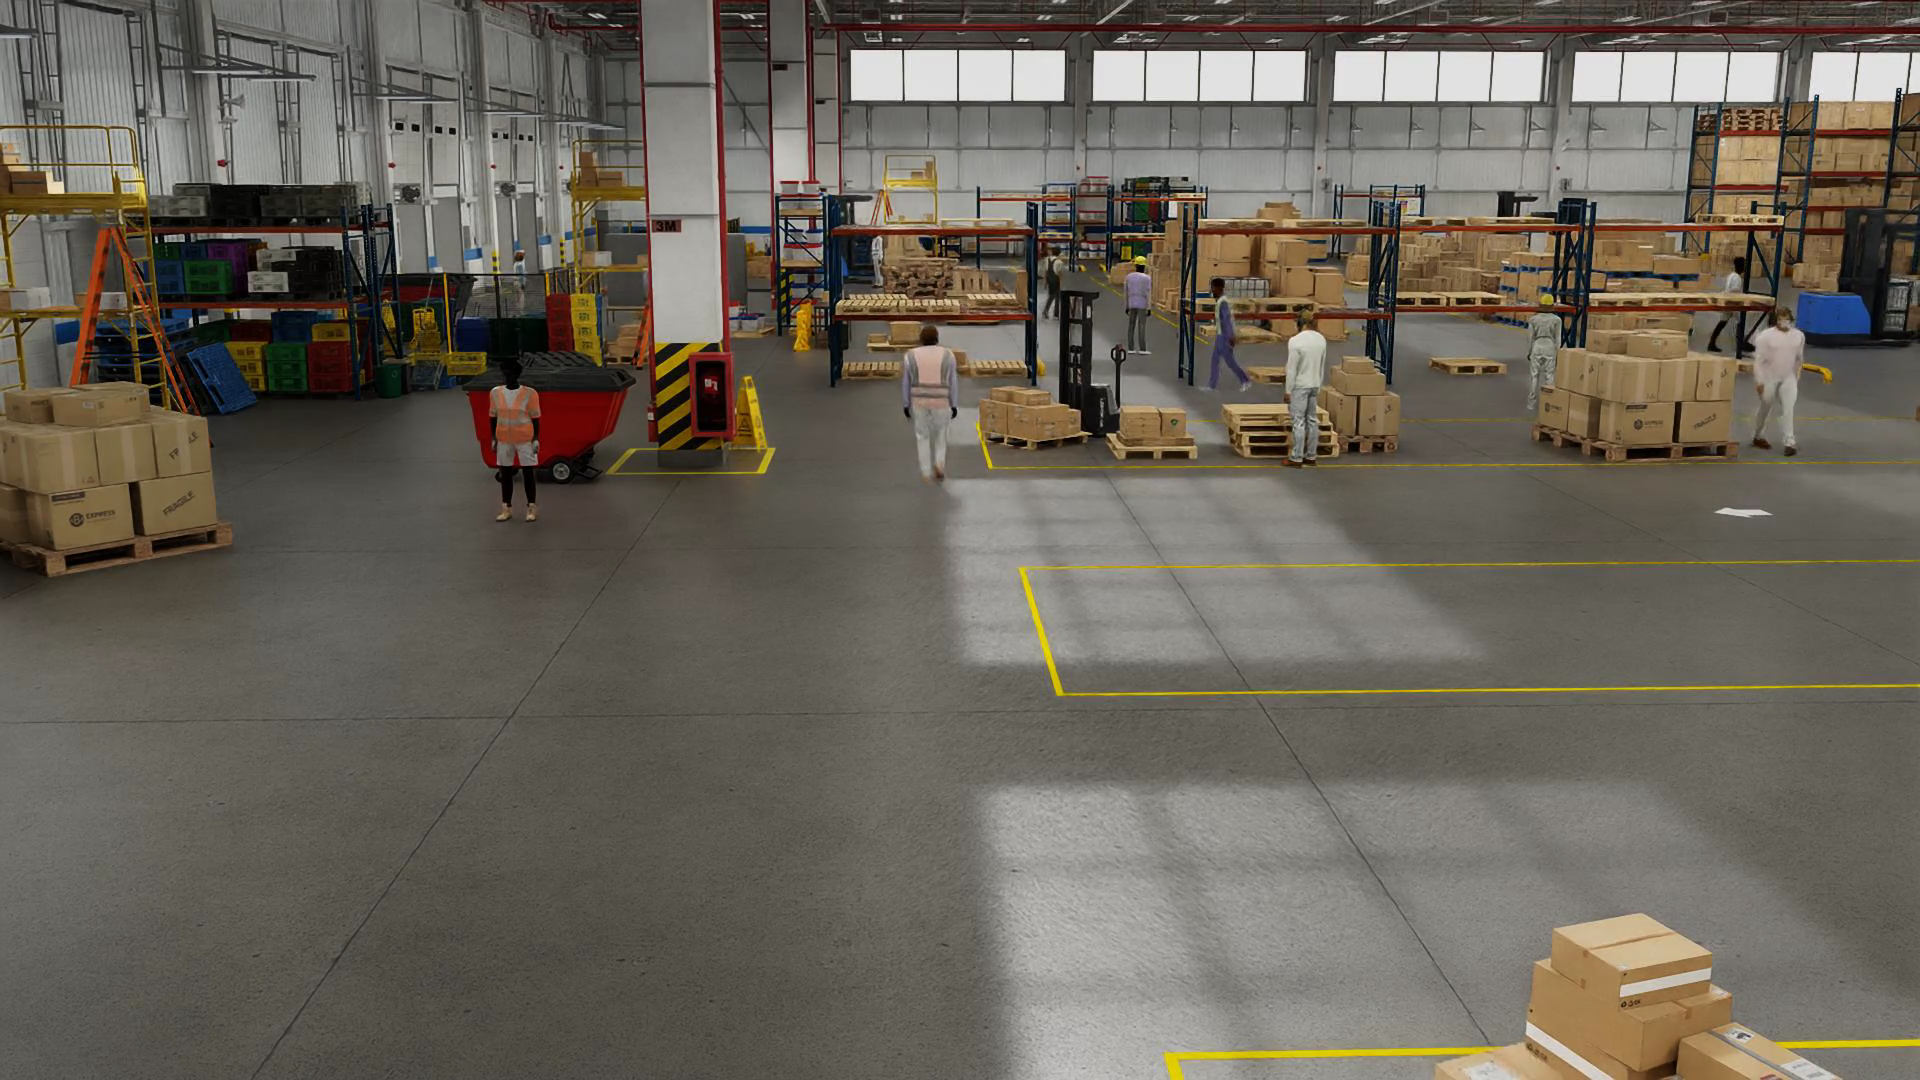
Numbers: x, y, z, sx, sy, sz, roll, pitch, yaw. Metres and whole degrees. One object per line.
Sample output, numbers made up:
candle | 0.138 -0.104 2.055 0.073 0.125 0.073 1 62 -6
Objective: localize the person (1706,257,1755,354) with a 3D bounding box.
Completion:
person | 15.316 -4.628 32.822 1.008 1.912 0.606 2 13 8

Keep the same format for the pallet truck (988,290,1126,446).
pallet truck | 1.257 -2.299 22.111 1.885 1.965 0.823 -9 15 -35

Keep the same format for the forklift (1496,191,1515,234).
forklift | 20.564 -11.778 62.899 1.873 2.768 1.129 0 12 -2

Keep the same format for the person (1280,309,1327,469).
person | 4.160 -1.829 20.152 0.623 1.932 0.369 -9 16 -36

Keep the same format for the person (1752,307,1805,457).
person | 10.392 -2.026 21.164 0.641 1.880 1.049 0 12 1

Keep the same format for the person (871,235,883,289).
person | -2.544 -8.666 51.136 0.342 1.881 0.582 -6 14 -24

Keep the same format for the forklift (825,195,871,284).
forklift | -3.903 -9.479 52.520 1.873 2.768 1.129 -7 14 -29

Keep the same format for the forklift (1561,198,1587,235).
forklift | 17.204 -8.212 46.797 1.873 2.768 1.129 0 12 -2

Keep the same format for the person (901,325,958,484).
person | -0.348 -1.592 19.313 0.654 1.819 0.756 0 12 1

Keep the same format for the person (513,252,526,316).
person | -10.770 -6.232 40.708 0.313 1.633 0.520 -6 14 -25

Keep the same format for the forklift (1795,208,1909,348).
forklift | 18.287 -5.362 33.931 1.873 2.768 1.129 0 12 -2

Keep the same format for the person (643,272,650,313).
person | -6.682 -5.460 36.553 0.551 1.921 0.516 -7 14 -29

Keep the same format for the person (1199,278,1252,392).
person | 4.383 -3.332 27.100 0.823 1.869 0.601 3 13 15

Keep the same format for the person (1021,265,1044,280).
person | 2.349 -9.598 55.261 0.914 1.912 0.635 -3 13 -14

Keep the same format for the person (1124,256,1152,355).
person | 3.502 -4.604 32.677 0.589 1.928 0.385 9 15 36

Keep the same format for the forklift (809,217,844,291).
forklift | -4.375 -8.619 48.637 1.873 2.768 1.129 0 12 -2

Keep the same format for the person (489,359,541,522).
person | -4.550 -1.018 17.021 0.530 1.692 0.321 1 13 3

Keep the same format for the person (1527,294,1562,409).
person | 8.811 -2.835 25.110 0.485 1.744 0.295 5 13 21

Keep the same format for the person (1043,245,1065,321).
person | 2.293 -6.197 40.098 0.536 1.825 0.445 11 17 41
